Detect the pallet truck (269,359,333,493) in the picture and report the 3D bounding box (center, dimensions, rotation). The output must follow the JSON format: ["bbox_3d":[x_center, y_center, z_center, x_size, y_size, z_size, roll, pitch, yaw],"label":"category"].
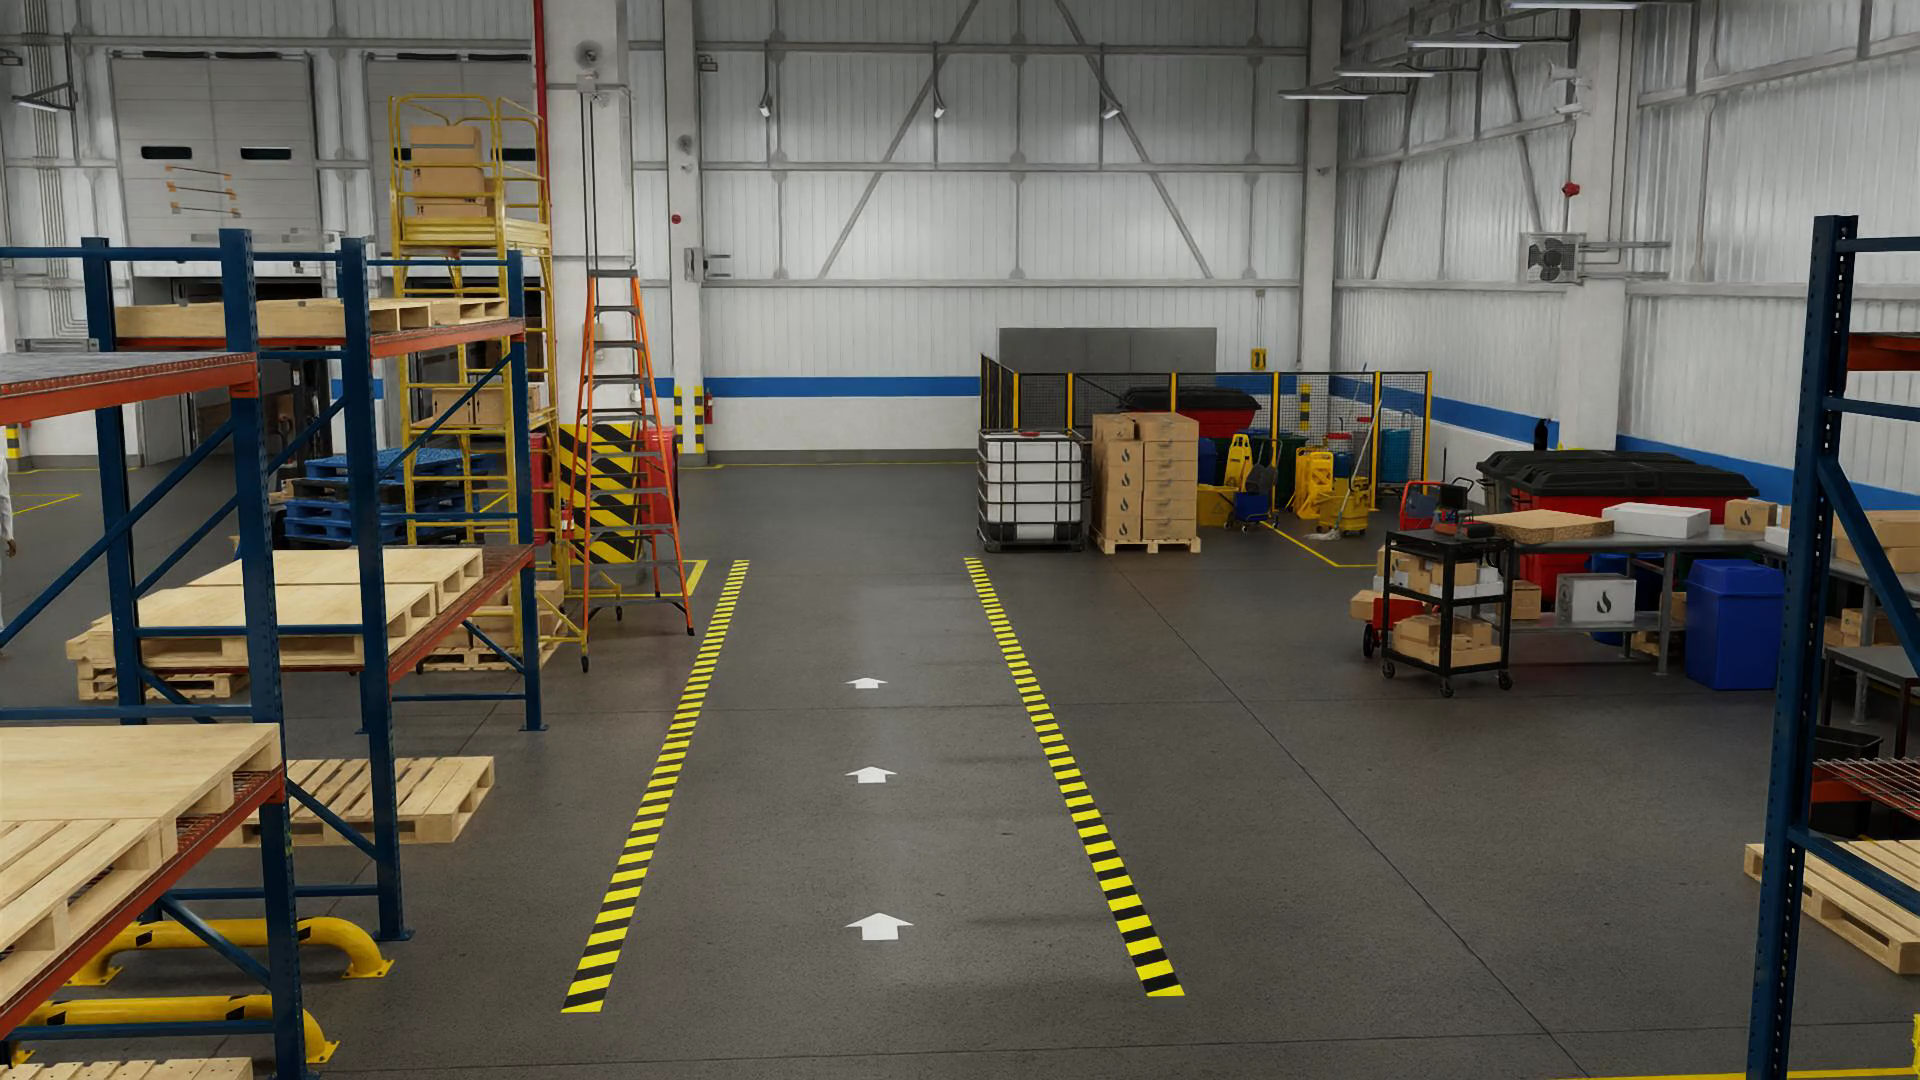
[{"bbox_3d":[-7.062,-1.131,18.996,1.885,1.965,0.823,2,9,13],"label":"pallet truck"}]

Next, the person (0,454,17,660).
[{"bbox_3d":[-7.343,-0.017,12.353,0.585,1.882,0.337,-9,12,-43],"label":"person"}]
